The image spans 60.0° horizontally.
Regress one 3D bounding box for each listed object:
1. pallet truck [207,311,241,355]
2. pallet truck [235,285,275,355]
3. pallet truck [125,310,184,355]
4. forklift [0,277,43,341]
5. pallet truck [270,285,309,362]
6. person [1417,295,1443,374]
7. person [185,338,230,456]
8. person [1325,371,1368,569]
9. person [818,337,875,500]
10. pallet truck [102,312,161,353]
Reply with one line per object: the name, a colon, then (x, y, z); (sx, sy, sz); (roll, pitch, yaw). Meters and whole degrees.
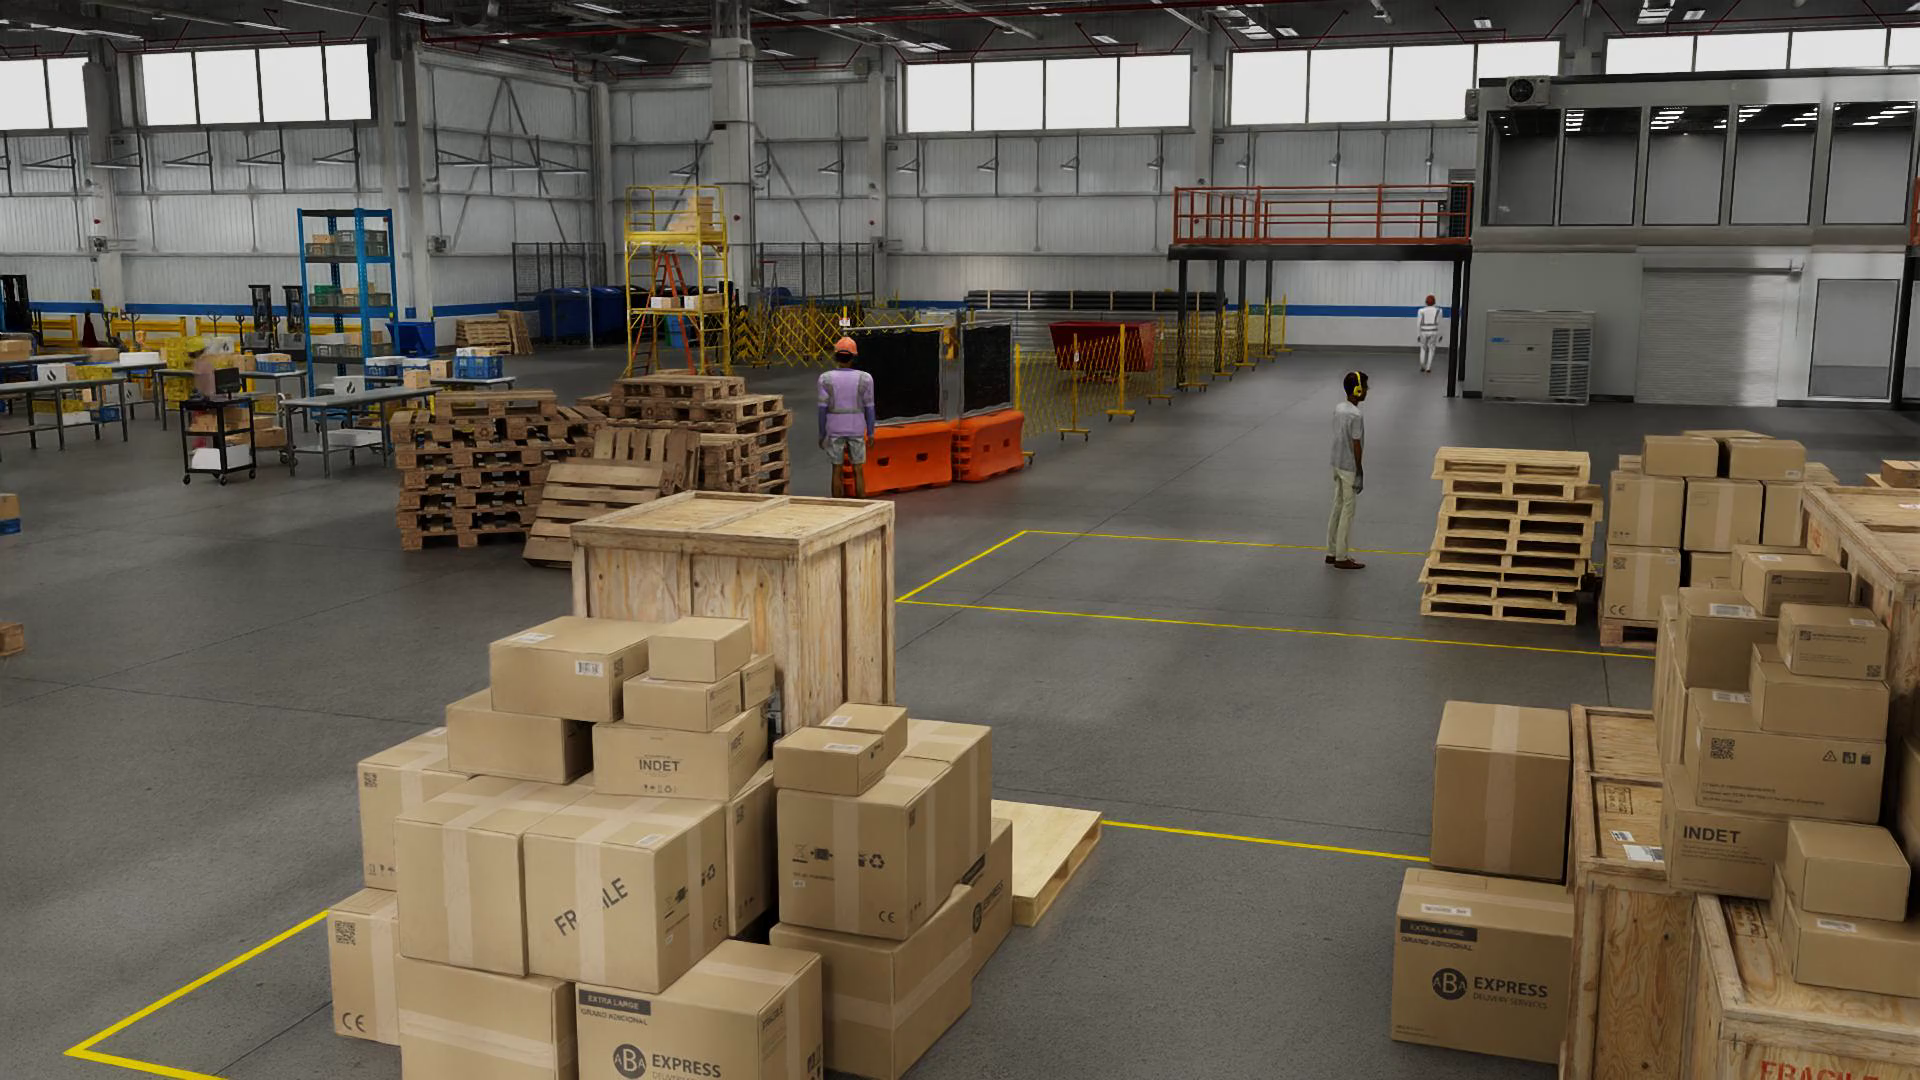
pallet truck: (-19.537, -5.575, 44.913); (0.653, 1.274, 1.630); (3, 11, 19)
pallet truck: (-18.327, -5.835, 44.421); (0.823, 1.965, 1.885); (4, 11, 23)
pallet truck: (-22.038, -5.665, 45.457); (0.704, 1.261, 1.522); (3, 11, 17)
forklift: (-27.151, -6.329, 46.328); (1.157, 1.987, 2.680); (3, 11, 17)
pallet truck: (-17.147, -5.700, 43.663); (0.823, 1.965, 1.885); (3, 11, 17)
person: (11.133, -4.870, 39.427); (0.584, 1.841, 0.938); (3, 11, 17)
person: (-10.834, -2.044, 23.868); (0.547, 1.703, 0.753); (7, 12, 36)
person: (3.654, -0.652, 15.638); (0.328, 1.861, 0.501); (-3, 10, -15)
person: (-1.234, -1.180, 18.075); (0.616, 2.041, 0.383); (-1, 10, -4)
pallet truck: (-23.057, -5.777, 46.261); (0.680, 1.201, 1.601); (3, 11, 19)
